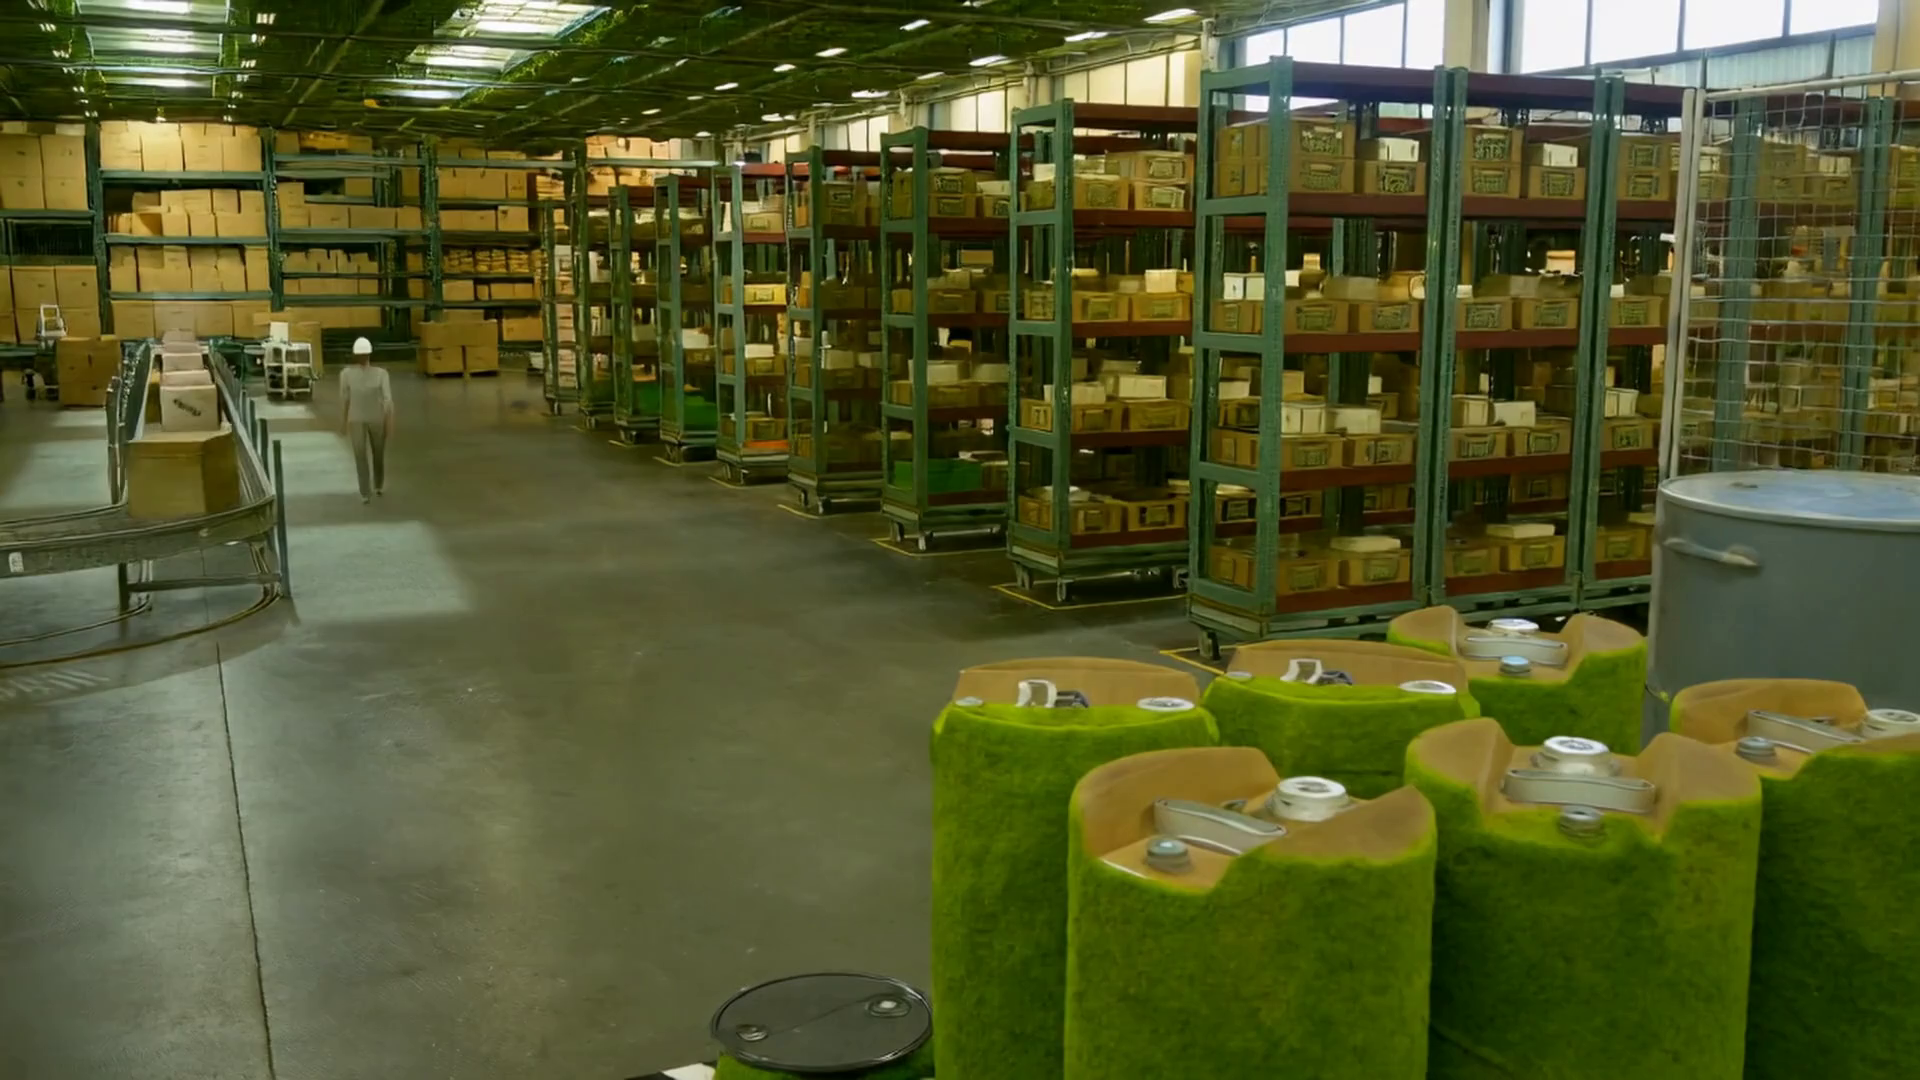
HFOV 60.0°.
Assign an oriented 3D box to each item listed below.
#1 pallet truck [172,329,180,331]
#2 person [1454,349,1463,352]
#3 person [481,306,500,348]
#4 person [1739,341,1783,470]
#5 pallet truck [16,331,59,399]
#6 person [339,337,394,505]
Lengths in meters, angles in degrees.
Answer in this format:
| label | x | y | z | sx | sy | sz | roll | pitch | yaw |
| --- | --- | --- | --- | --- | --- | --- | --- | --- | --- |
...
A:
| label | x | y | z | sx | sy | sz | roll | pitch | yaw |
| --- | --- | --- | --- | --- | --- | --- | --- | --- | --- |
| pallet truck | -17.275 | -3.851 | 35.096 | 1.601 | 1.201 | 0.680 | 0 | 9 | 1 |
| person | 6.622 | -2.133 | 22.192 | 1.017 | 1.938 | 0.629 | -5 | 11 | -30 |
| person | -14.201 | -6.674 | 50.278 | 0.415 | 1.984 | 0.614 | 8 | 12 | 42 |
| person | 7.214 | -0.921 | 15.063 | 0.595 | 1.822 | 0.458 | -4 | 10 | -22 |
| pallet truck | -17.082 | -3.353 | 31.781 | 1.630 | 1.274 | 0.653 | -4 | 10 | -25 |
| person | -6.215 | -1.263 | 17.451 | 0.527 | 1.744 | 0.746 | -3 | 10 | -19 |
